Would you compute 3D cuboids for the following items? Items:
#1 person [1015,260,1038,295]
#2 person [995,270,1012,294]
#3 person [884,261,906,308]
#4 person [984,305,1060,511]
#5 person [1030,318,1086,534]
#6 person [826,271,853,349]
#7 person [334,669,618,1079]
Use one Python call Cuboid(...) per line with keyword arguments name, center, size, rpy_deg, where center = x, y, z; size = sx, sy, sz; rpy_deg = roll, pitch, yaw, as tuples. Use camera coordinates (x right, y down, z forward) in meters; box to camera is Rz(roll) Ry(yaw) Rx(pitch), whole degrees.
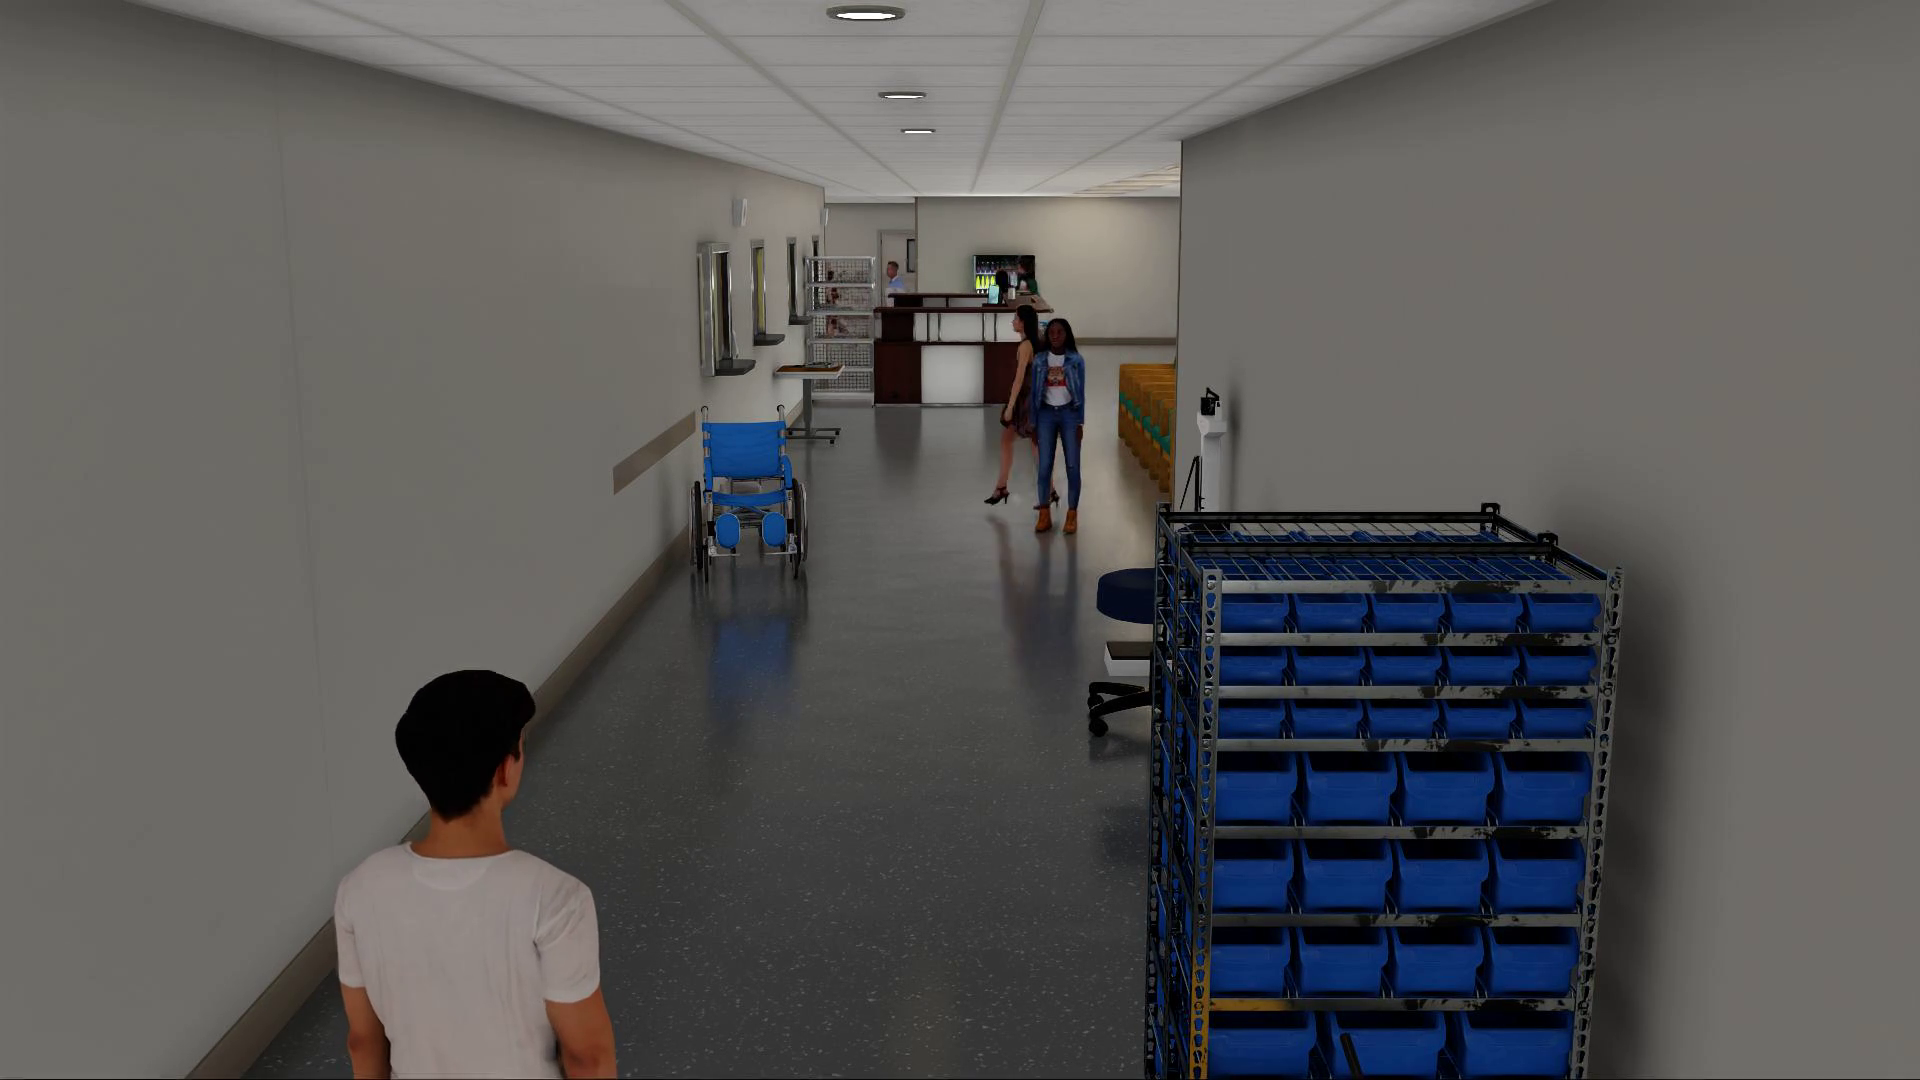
Cuboid(name="person", center=(1.175, -4.021, 29.398), size=(0.760, 1.806, 0.762), rpy_deg=(6, 12, 30))
Cuboid(name="person", center=(0.863, -4.137, 30.633), size=(1.158, 1.573, 1.062), rpy_deg=(9, 14, 39))
Cuboid(name="person", center=(-1.033, -3.846, 28.465), size=(0.759, 1.810, 0.772), rpy_deg=(-4, 11, -19))
Cuboid(name="person", center=(0.667, -1.093, 14.127), size=(0.931, 1.747, 0.717), rpy_deg=(2, 11, 8))
Cuboid(name="person", center=(0.793, -0.917, 13.296), size=(0.523, 1.710, 0.691), rpy_deg=(2, 11, 11))
Cuboid(name="person", center=(-2.435, -4.478, 32.537), size=(1.090, 1.534, 0.672), rpy_deg=(2, 11, 10))
Cuboid(name="person", center=(-0.814, 1.055, 2.870), size=(0.537, 1.723, 0.724), rpy_deg=(2, 11, 11))
